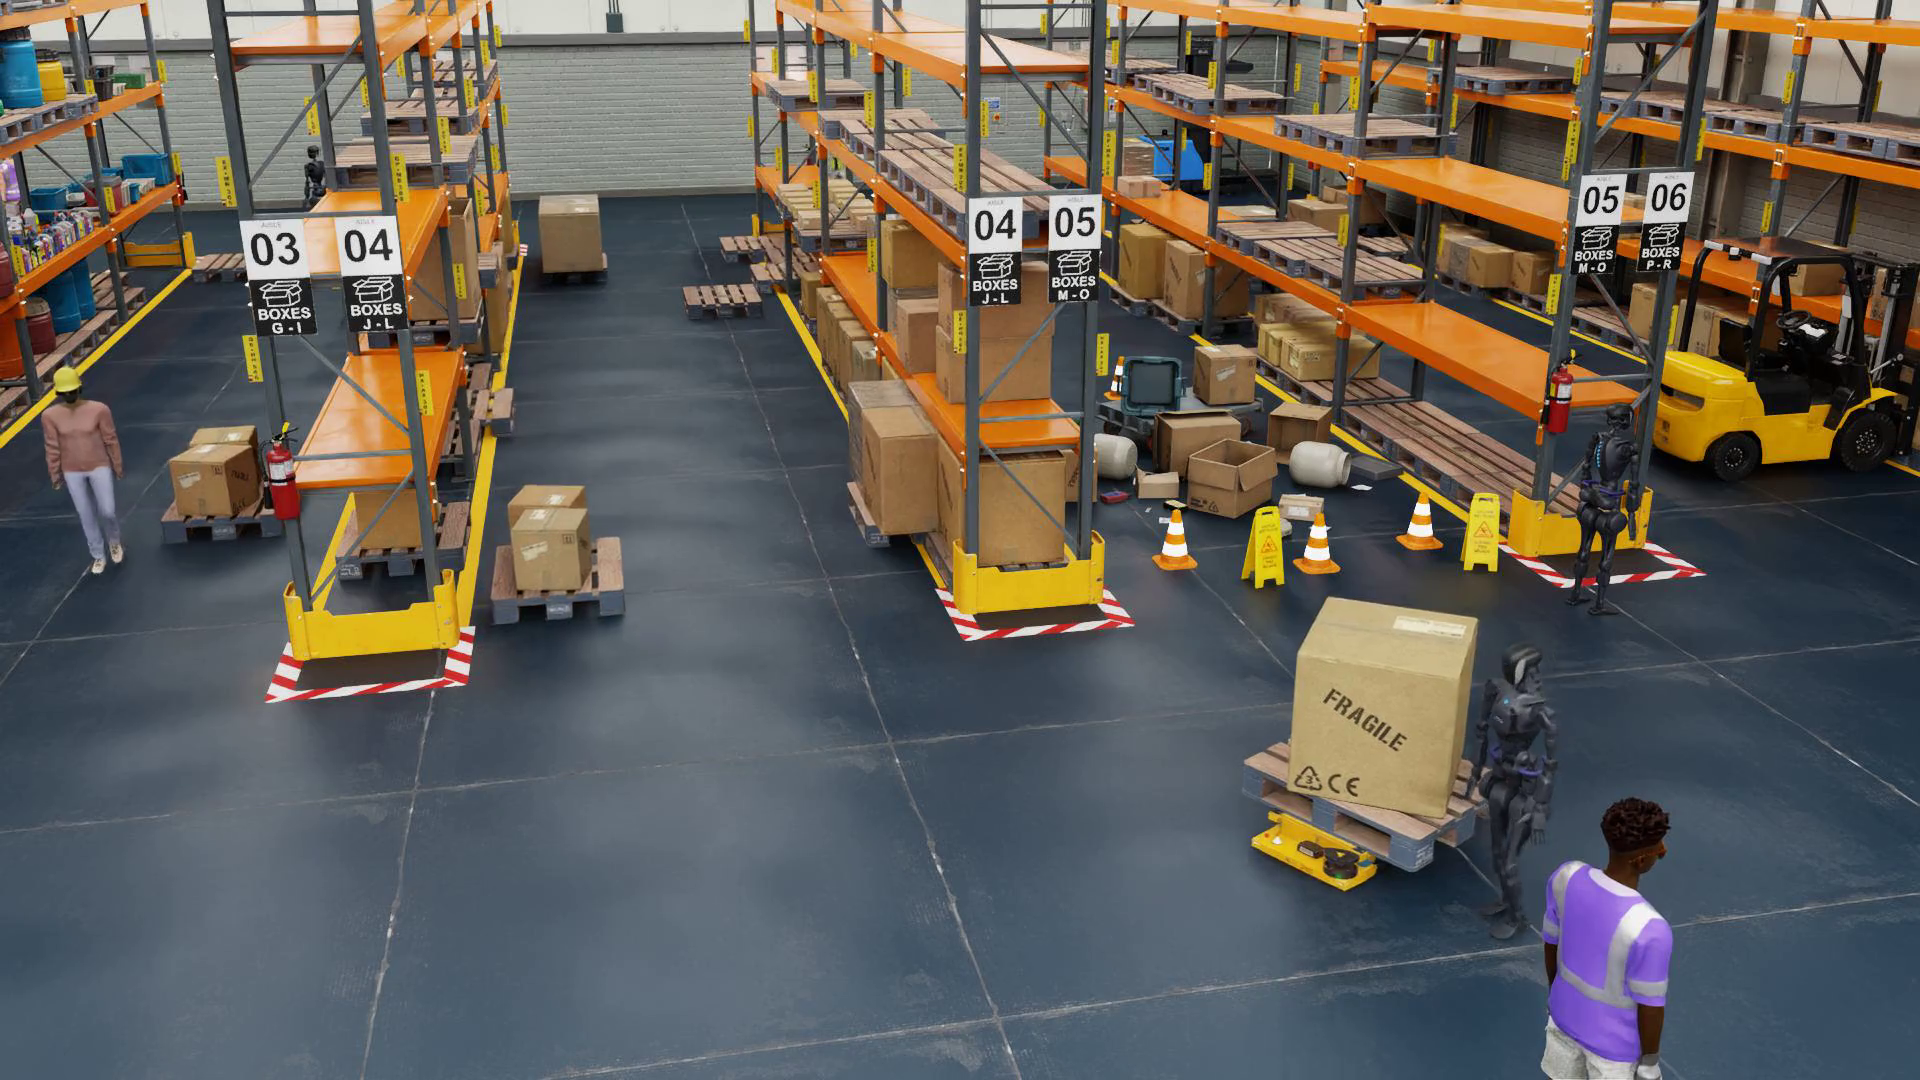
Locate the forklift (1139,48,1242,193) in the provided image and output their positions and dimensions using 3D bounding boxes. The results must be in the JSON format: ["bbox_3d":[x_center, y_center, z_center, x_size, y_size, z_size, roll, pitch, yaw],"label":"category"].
[{"bbox_3d":[4.566,-8.313,32.860,1.873,2.768,1.129,-4,21,-12],"label":"forklift"}]

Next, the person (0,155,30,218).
[{"bbox_3d":[-15.326,-5.517,27.024,0.349,1.688,0.489,11,23,27],"label":"person"}]

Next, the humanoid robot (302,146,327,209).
[{"bbox_3d":[-10.685,-5.694,27.544,0.712,1.637,0.601,7,21,18],"label":"humanoid robot"}]

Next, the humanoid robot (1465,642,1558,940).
[{"bbox_3d":[2.934,1.286,8.729,0.415,1.639,0.586,-10,23,-25],"label":"humanoid robot"}]

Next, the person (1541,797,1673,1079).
[{"bbox_3d":[2.554,1.913,6.615,0.368,1.966,0.600,-8,22,-21],"label":"person"}]

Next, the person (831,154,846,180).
[{"bbox_3d":[-2.248,-6.897,30.775,0.847,1.654,0.534,-1,20,-2],"label":"person"}]

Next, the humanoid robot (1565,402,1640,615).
[{"bbox_3d":[4.984,-0.261,12.863,0.315,1.657,0.599,-8,22,-21],"label":"humanoid robot"}]

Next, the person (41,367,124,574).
[{"bbox_3d":[-7.142,-0.560,13.582,0.549,1.752,0.379,-6,21,-15],"label":"person"}]

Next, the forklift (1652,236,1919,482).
[{"bbox_3d":[8.013,-1.814,16.330,2.313,2.155,1.214,-4,21,-12],"label":"forklift"}]

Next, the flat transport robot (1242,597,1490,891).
[{"bbox_3d":[2.447,1.631,9.810,1.431,0.231,0.659,-17,26,-39],"label":"flat transport robot"}]
